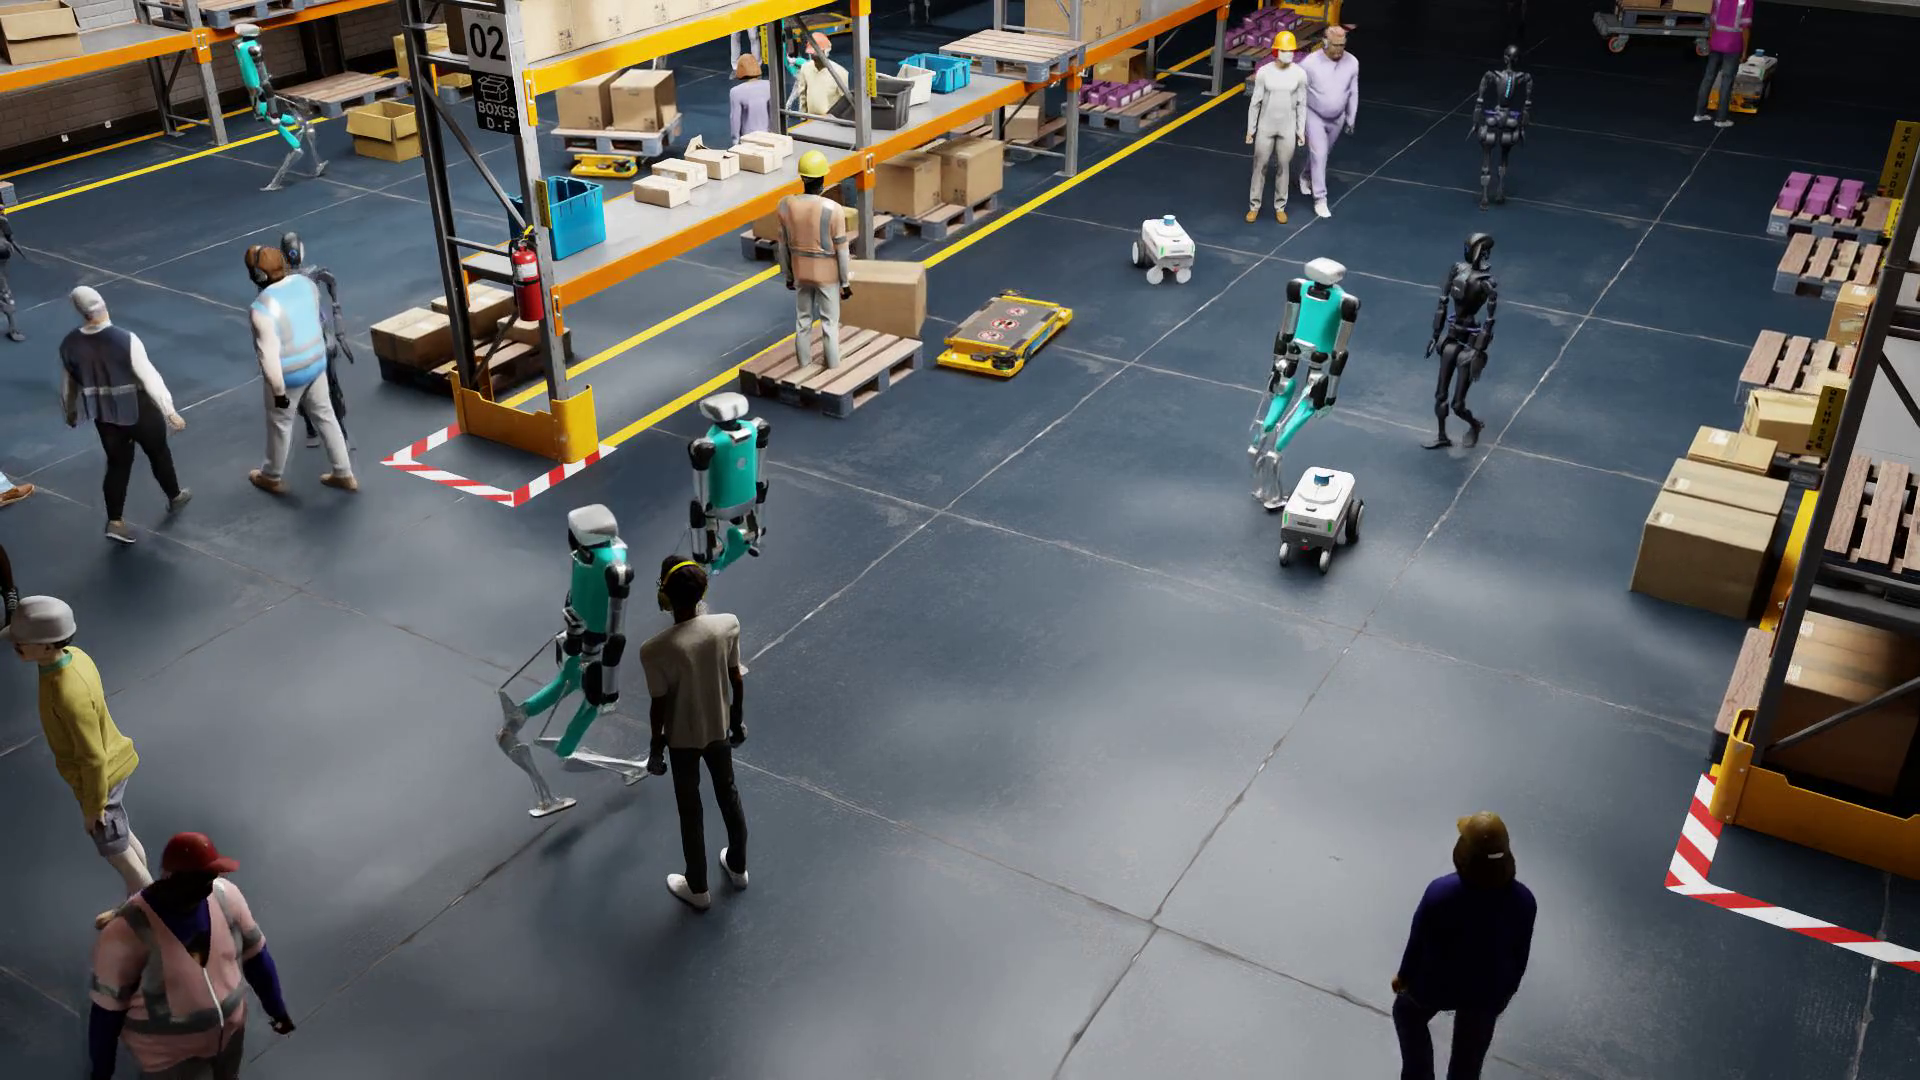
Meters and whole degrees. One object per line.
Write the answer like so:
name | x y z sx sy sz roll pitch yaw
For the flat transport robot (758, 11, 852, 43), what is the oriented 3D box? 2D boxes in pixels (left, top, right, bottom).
flat transport robot | -2.143 -7.398 24.029 1.431 0.231 0.659 -21 36 -33

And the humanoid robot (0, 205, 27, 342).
humanoid robot | -8.184 -2.462 13.870 0.602 1.649 0.433 -26 38 -38

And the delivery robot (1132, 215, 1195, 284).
delivery robot | 1.924 -2.727 15.491 0.499 0.610 0.781 -4 30 -8

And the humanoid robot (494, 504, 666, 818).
humanoid robot | -1.971 0.695 8.219 0.974 1.733 0.543 -20 35 -32

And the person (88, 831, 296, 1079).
person | -2.859 1.856 6.200 0.454 1.702 0.674 16 33 25

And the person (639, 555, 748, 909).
person | -1.228 0.899 7.736 0.510 1.862 0.329 -21 35 -32

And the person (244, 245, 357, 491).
person | -4.649 -1.173 11.453 0.756 1.807 0.642 11 31 19

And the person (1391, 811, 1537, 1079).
person | 1.954 1.724 6.525 0.510 1.608 0.369 2 30 4

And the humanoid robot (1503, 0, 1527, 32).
humanoid robot | 8.134 -8.248 24.128 0.601 1.634 0.679 3 30 6

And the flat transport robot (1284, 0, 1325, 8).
flat transport robot | 5.146 -8.538 26.045 1.431 0.231 0.659 21 36 32

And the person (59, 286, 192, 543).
person | -5.538 -0.840 10.966 0.795 1.709 0.852 0 29 0

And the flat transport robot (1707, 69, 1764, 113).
flat transport robot | 9.732 -5.641 20.920 0.659 0.231 1.431 14 32 23

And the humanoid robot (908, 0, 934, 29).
humanoid robot | -0.616 -8.312 24.237 0.611 1.660 0.435 2 30 3

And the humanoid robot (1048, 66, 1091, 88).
humanoid robot | 1.460 -6.782 21.473 0.534 1.770 0.971 18 34 29

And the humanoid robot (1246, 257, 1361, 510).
humanoid robot | 2.214 -0.960 11.164 0.552 1.779 0.796 24 37 36

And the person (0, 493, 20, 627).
person | -5.981 -0.304 9.774 0.597 1.958 0.379 -13 32 -22

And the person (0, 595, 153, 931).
person | -3.867 1.058 7.423 0.385 1.895 0.472 -16 33 -26

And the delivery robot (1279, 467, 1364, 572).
delivery robot | 2.367 -0.182 10.986 0.499 0.607 0.808 12 32 20

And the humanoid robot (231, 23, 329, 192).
humanoid robot | -7.129 -4.628 17.670 0.993 1.775 0.530 -26 39 -38

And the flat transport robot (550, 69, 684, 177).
flat transport robot | -3.808 -4.361 18.656 0.659 0.231 1.431 4 30 7

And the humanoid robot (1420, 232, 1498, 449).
humanoid robot | 3.662 -1.434 12.057 0.443 1.638 0.584 -13 32 -22

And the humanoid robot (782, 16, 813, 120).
humanoid robot | -1.859 -5.934 19.970 0.983 1.760 0.533 -16 33 -27

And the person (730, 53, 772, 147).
person | -2.073 -4.068 16.761 0.503 1.628 0.278 -17 34 -27

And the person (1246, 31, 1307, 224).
person | 3.145 -4.093 16.530 0.583 1.895 0.357 3 30 6

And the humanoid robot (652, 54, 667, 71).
humanoid robot | -3.979 -6.632 21.321 0.532 1.888 0.792 20 35 31

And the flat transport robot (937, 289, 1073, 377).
flat transport robot | 0.396 -1.754 14.045 0.659 0.231 1.431 12 32 21

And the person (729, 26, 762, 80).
person | -2.823 -6.945 21.534 0.487 1.942 0.436 4 30 7

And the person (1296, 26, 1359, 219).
person | 3.714 -4.330 16.995 0.646 1.853 0.986 -8 30 -13

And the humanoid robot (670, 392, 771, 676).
humanoid robot | -1.515 -0.084 9.641 0.887 1.808 0.555 24 37 36

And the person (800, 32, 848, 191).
person | -1.384 -4.350 17.162 0.578 1.760 0.475 14 32 23

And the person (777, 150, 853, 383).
person | -1.114 -2.068 12.917 0.584 1.927 0.362 11 31 18

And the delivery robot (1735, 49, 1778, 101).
delivery robot | 10.080 -5.899 21.105 0.499 0.614 0.786 21 36 33

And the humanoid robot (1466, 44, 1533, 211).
humanoid robot | 5.500 -4.223 16.989 0.586 1.645 0.432 3 30 6

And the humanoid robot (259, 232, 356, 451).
humanoid robot | -4.737 -1.431 12.046 0.590 1.642 0.405 -16 33 -26

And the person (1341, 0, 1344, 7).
person | 5.772 -8.992 25.344 0.574 1.746 0.357 -26 39 -38

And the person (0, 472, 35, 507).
person | -6.817 -1.162 11.247 0.608 1.995 0.376 14 32 23

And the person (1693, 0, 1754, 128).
person | 9.067 -5.828 19.654 0.336 1.843 0.523 -20 35 -31
